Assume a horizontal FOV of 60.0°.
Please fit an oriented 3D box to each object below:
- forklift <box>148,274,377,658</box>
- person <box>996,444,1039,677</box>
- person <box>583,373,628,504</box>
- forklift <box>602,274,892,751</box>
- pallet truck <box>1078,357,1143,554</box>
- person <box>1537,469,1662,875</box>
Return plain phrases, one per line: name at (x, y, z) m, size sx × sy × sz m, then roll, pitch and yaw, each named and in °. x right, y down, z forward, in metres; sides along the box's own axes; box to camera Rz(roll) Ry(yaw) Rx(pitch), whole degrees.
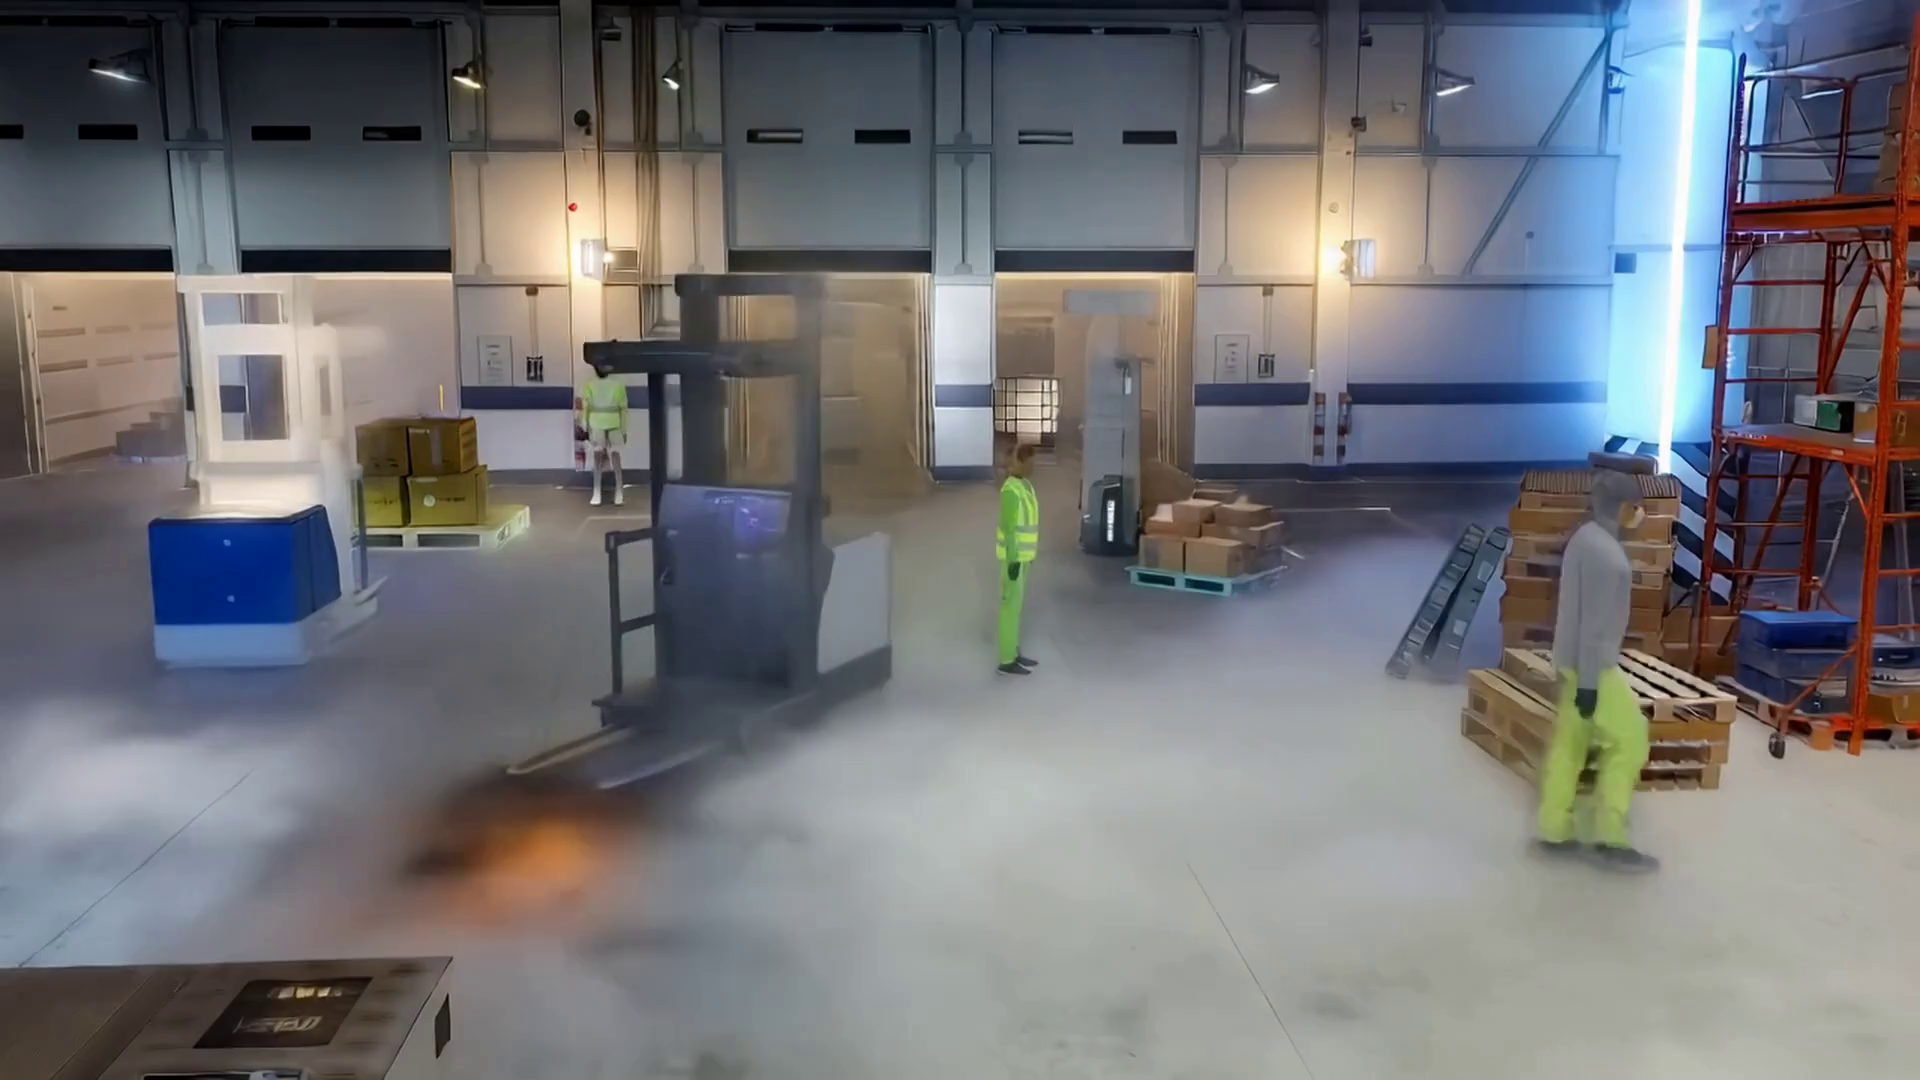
forklift at (-5.348, -0.627, 12.681) m, size 1.129 × 2.768 × 1.873 m, roll -1°, pitch 9°, yaw -4°
person at (0.407, 0.136, 11.788) m, size 0.308 × 1.635 × 0.524 m, roll 2°, pitch 9°, yaw 13°
person at (-4.374, -1.402, 20.538) m, size 0.548 × 1.929 × 0.388 m, roll 0°, pitch 9°, yaw 0°
forklift at (-1.297, -0.292, 10.580) m, size 1.129 × 2.768 × 1.873 m, roll 4°, pitch 10°, yaw 24°
pallet truck at (2.088, -0.836, 16.757) m, size 1.885 × 1.965 × 0.823 m, roll 2°, pitch 9°, yaw 13°
person at (3.105, 0.622, 7.846) m, size 0.701 × 1.917 × 0.661 m, roll 2°, pitch 9°, yaw 14°
